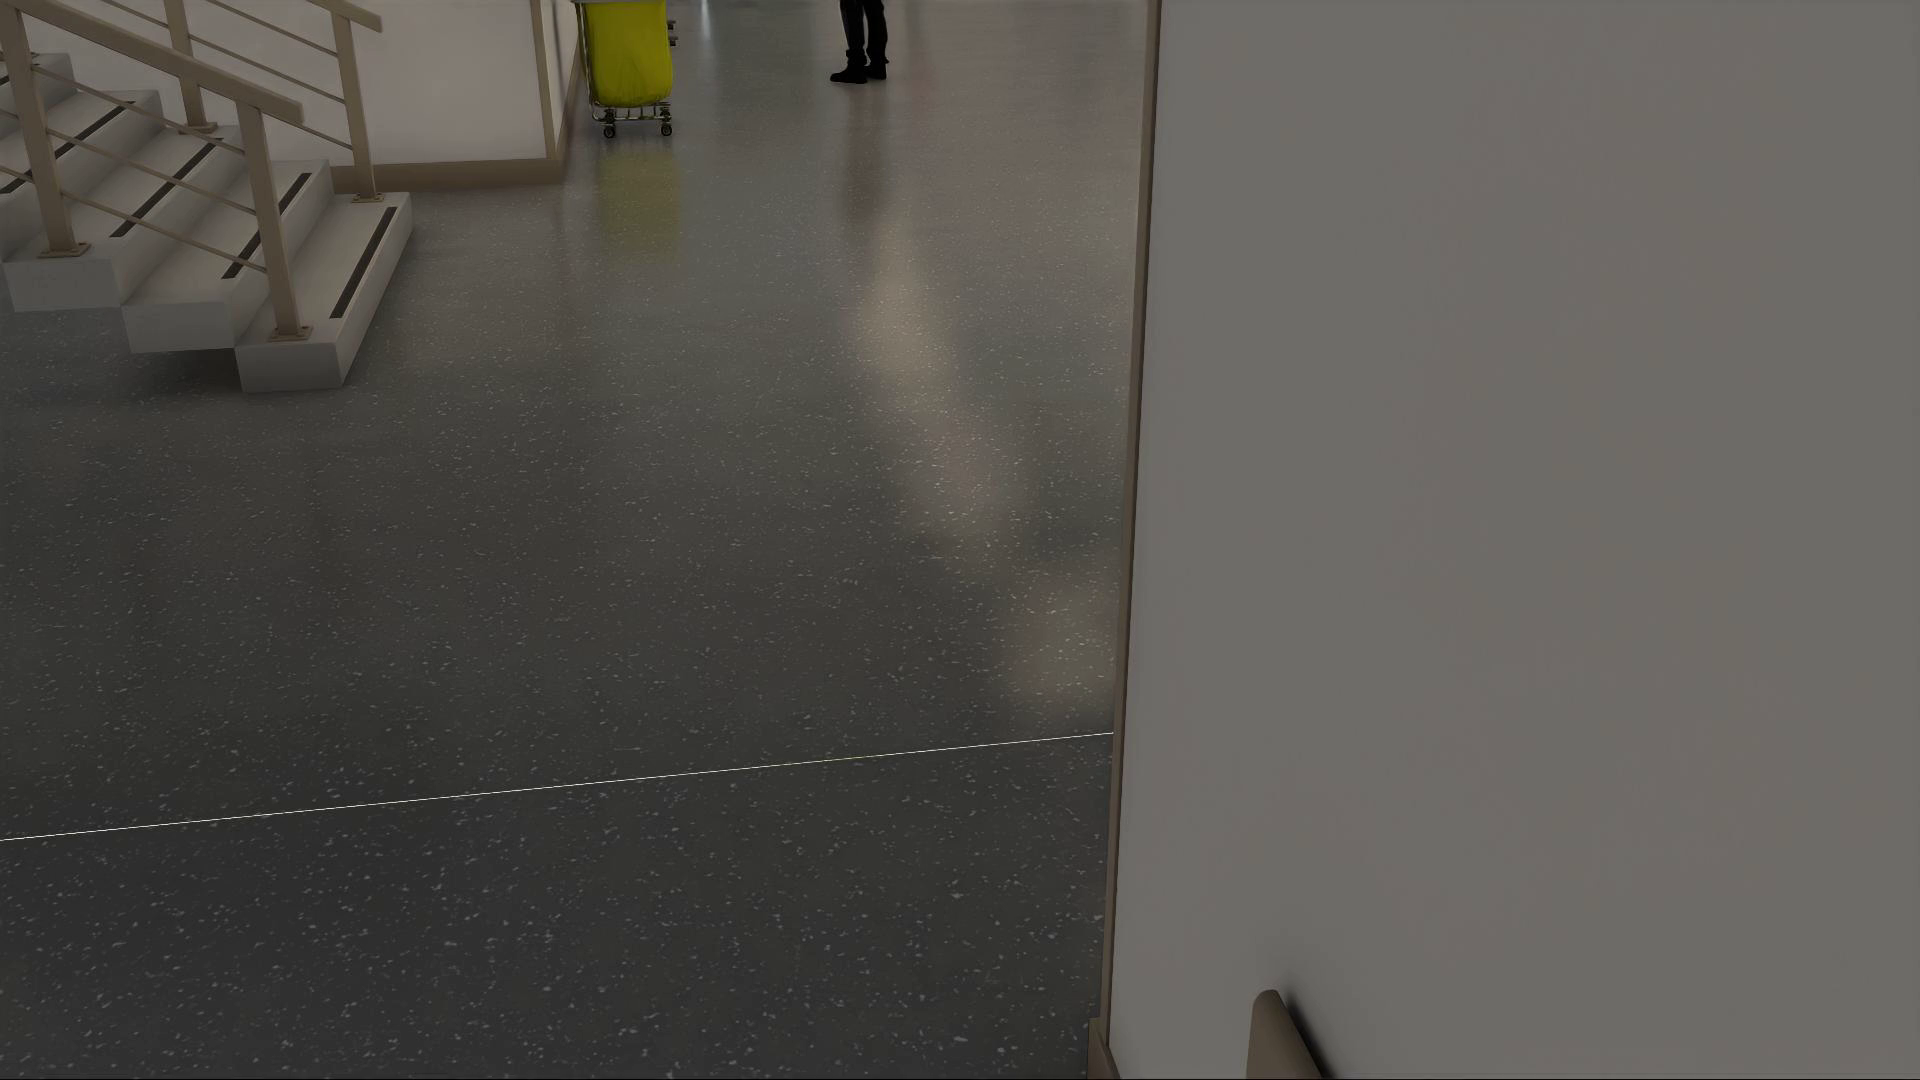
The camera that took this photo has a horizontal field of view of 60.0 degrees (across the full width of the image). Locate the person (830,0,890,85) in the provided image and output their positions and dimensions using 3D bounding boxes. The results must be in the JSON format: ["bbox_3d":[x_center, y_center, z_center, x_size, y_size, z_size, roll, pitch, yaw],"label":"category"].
[{"bbox_3d":[-0.776,-4.512,12.945,0.850,1.826,0.748,23,34,39],"label":"person"}]
